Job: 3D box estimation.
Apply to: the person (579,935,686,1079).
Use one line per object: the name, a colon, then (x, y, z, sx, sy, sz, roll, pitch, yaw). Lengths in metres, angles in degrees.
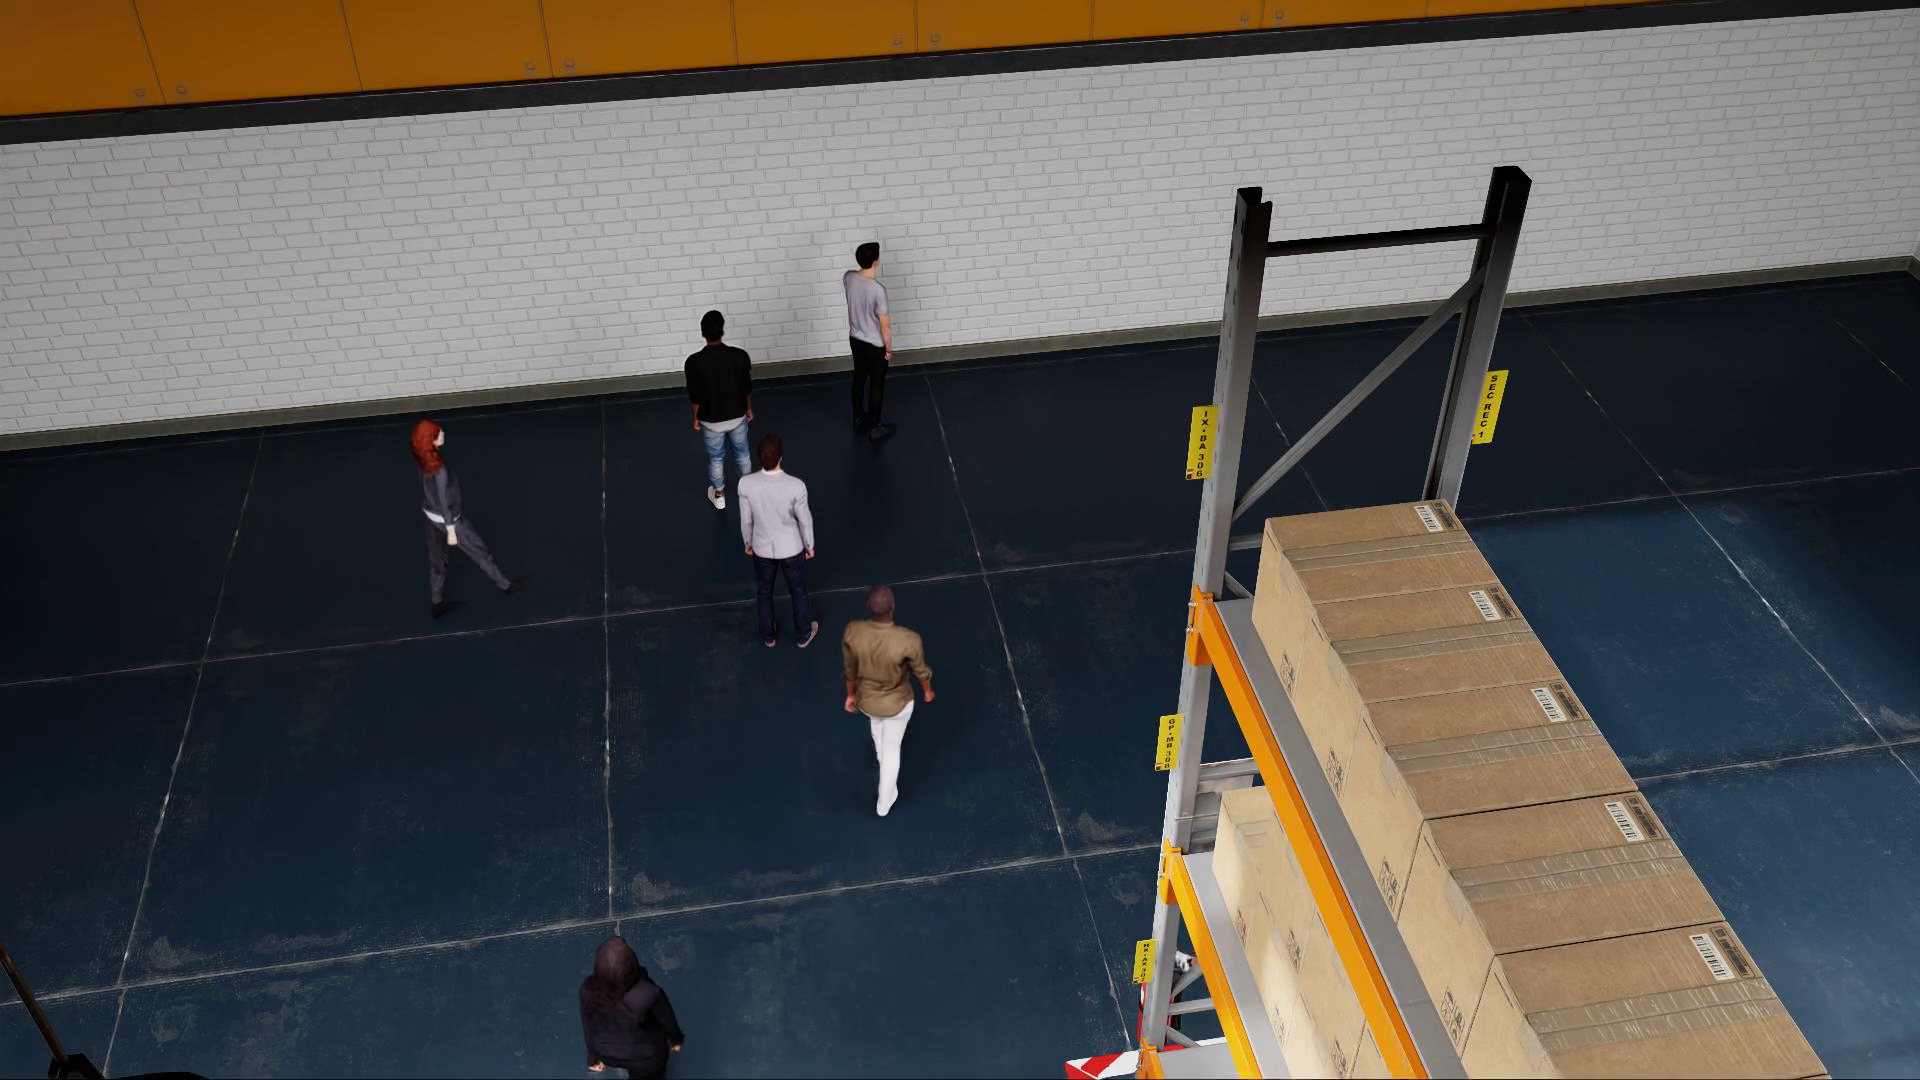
person: (-1.778, 2.804, 8.928, 0.873, 1.574, 1.191, 5, 39, 7)

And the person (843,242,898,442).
person: (-0.802, -1.728, 14.371, 0.708, 1.863, 0.798, 30, 47, 32)

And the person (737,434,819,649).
person: (-1.340, 0.024, 12.187, 0.731, 1.850, 0.655, 3, 39, 4)

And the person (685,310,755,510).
person: (-1.938, -1.057, 13.570, 0.717, 1.814, 0.632, -11, 40, -13)

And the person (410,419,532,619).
person: (-3.928, -0.105, 12.431, 0.971, 1.748, 1.042, -26, 45, -29)

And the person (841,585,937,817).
person: (-0.511, 1.103, 10.878, 0.979, 1.800, 1.078, 14, 41, 17)
